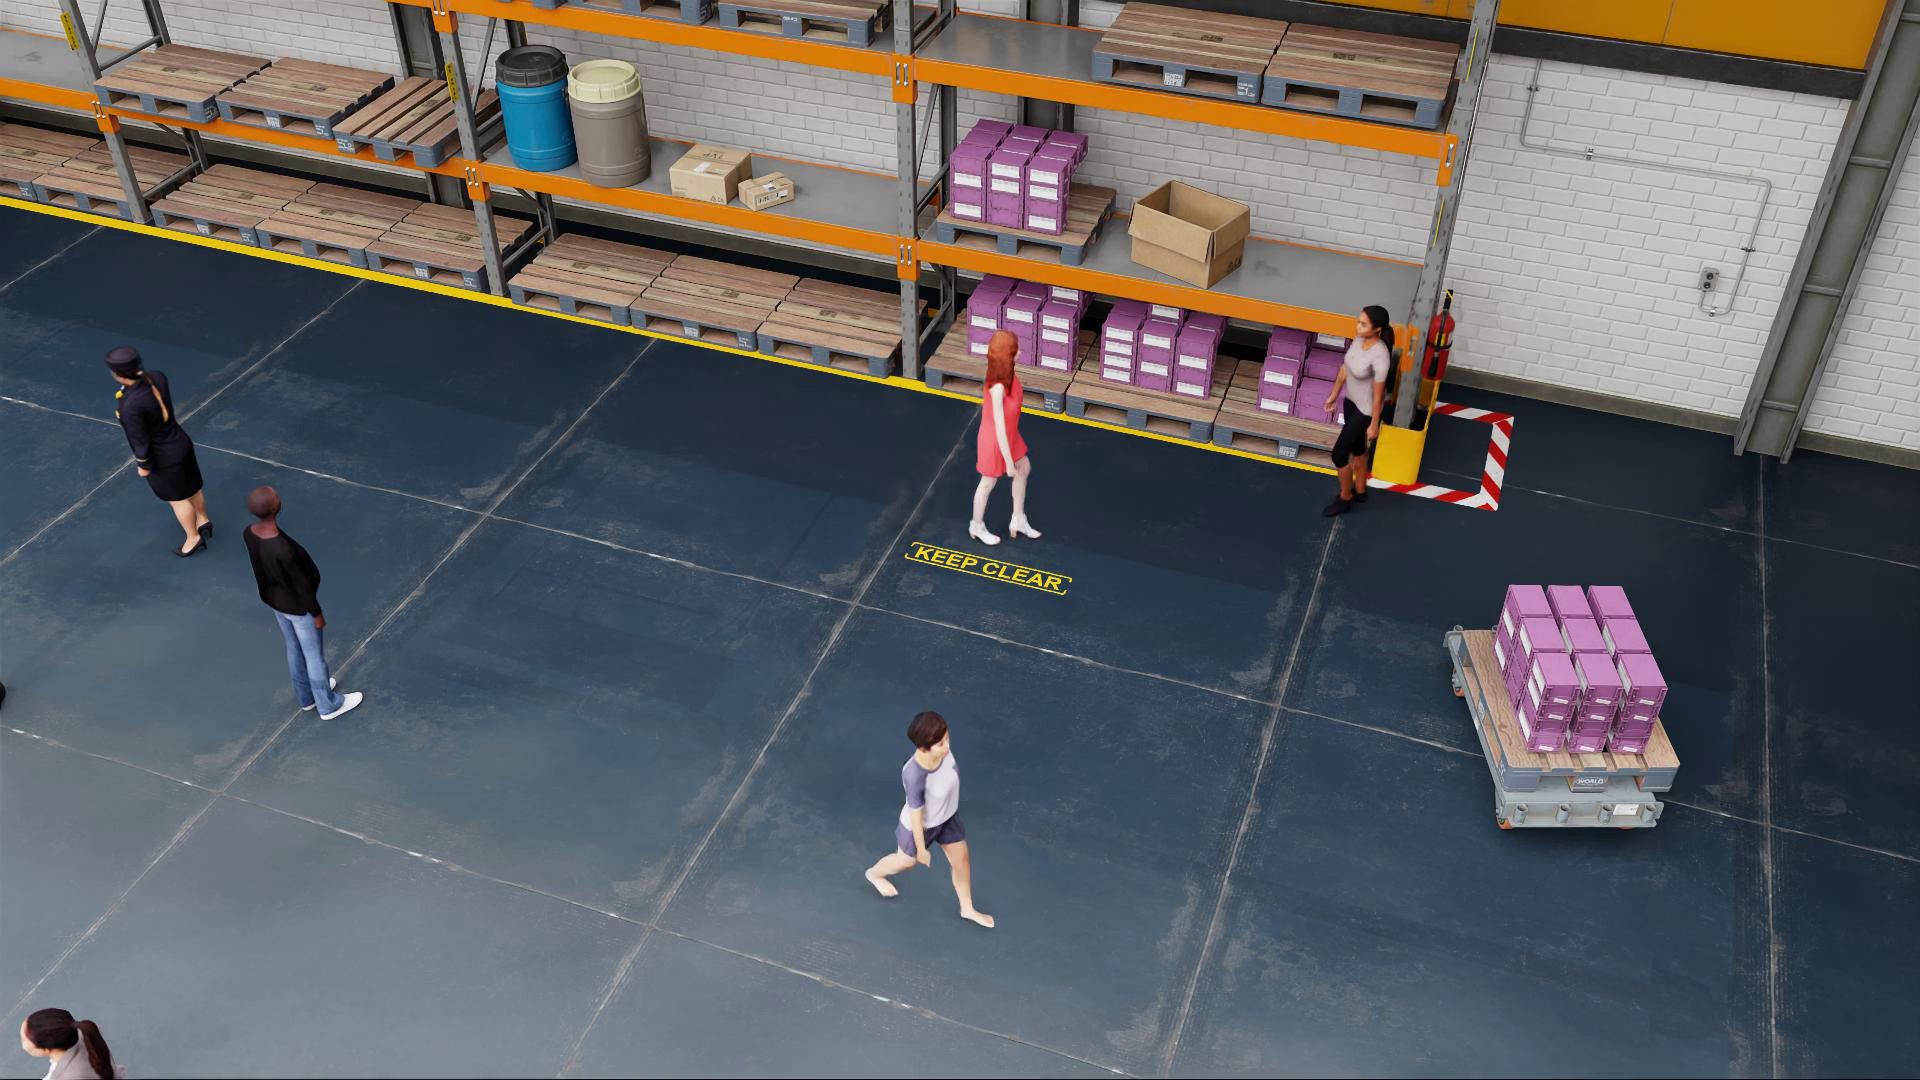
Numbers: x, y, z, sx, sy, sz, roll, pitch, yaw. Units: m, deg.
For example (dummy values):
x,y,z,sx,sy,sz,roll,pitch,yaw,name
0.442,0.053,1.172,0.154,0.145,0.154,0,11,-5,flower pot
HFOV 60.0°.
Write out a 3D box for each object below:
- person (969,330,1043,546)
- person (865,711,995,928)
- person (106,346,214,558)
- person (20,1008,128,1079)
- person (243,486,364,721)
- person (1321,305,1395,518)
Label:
x,y,z,sx,sy,sz,roll,pitch,yaw,name
0.184,-0.685,11.660,0.807,1.806,0.711,7,39,8,person
-0.234,1.513,9.131,1.066,1.529,0.682,19,43,23,person
-5.594,-0.620,11.689,0.741,1.669,0.770,2,39,2,person
-3.790,2.672,7.568,0.787,1.668,0.740,-4,39,-4,person
-4.156,0.397,10.352,0.549,1.749,0.703,23,44,26,person
2.986,-0.958,12.062,0.800,1.732,0.757,-5,39,-6,person
